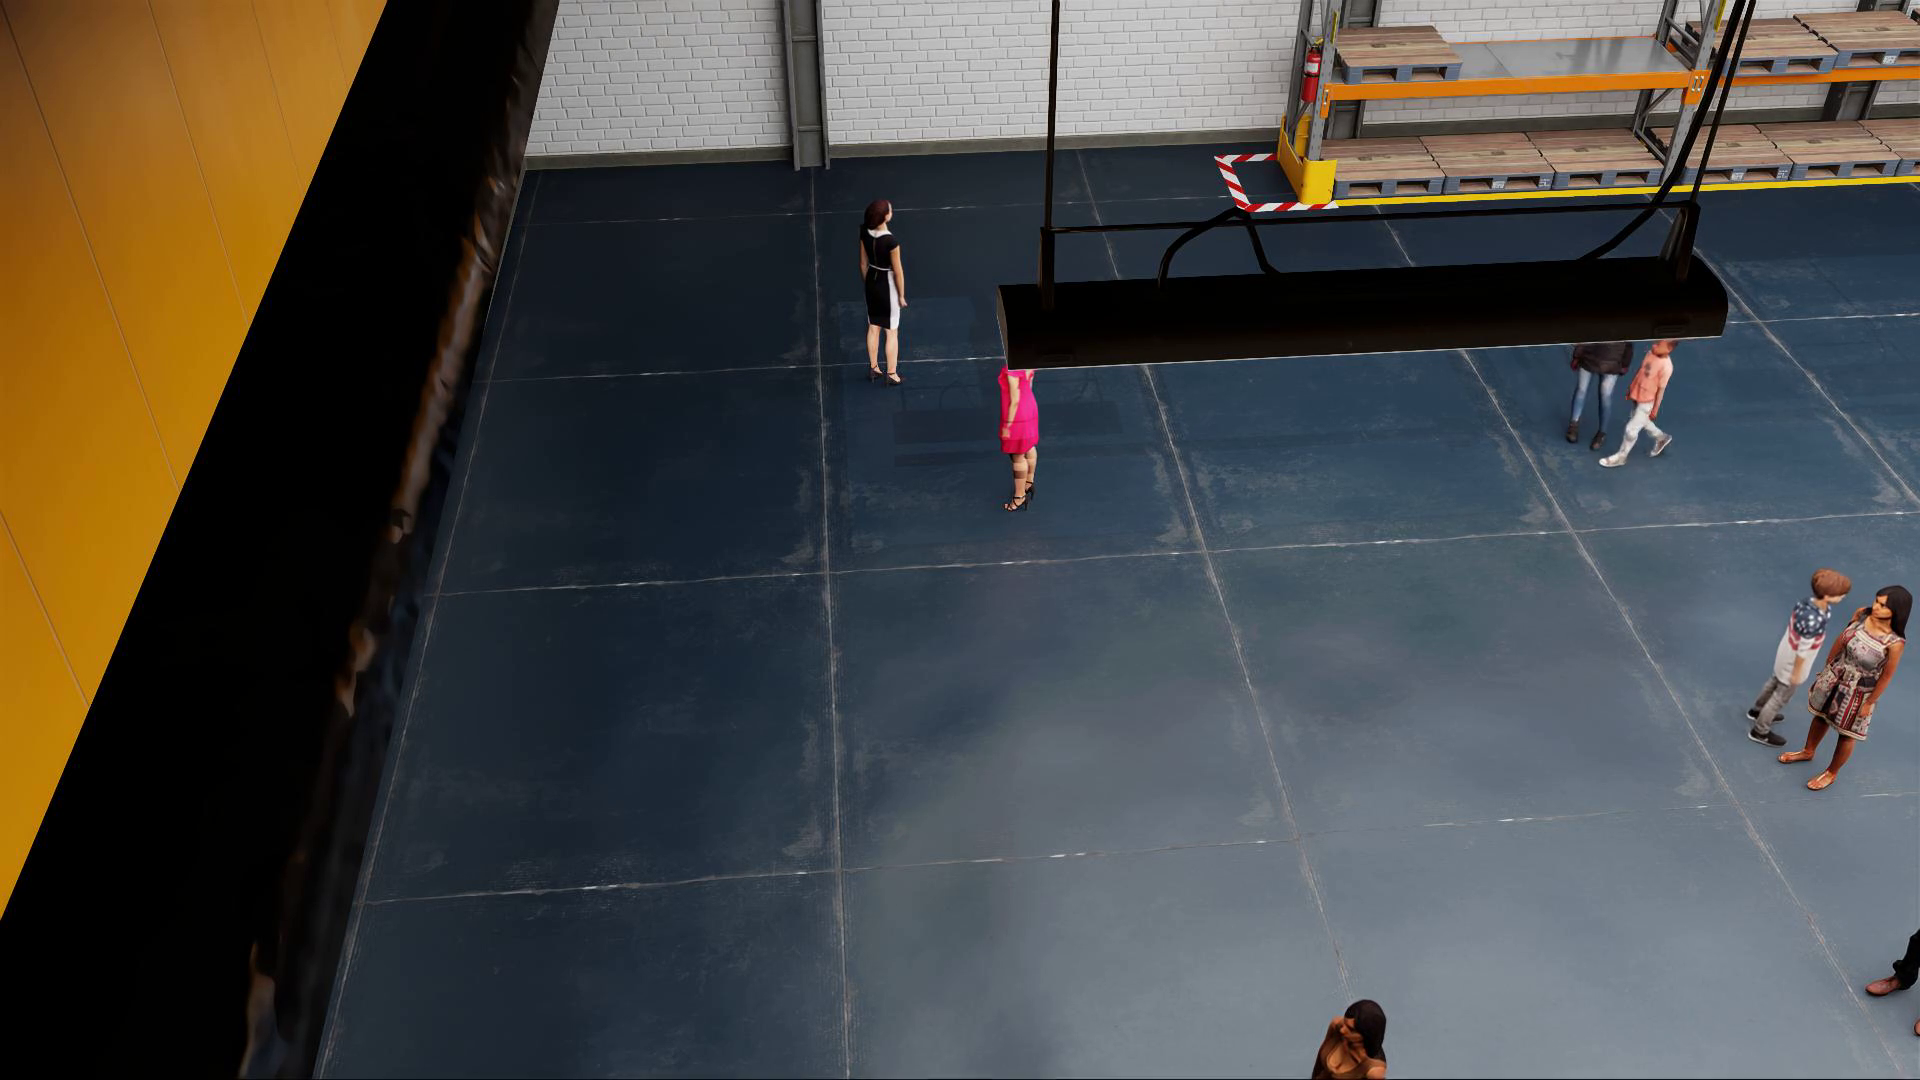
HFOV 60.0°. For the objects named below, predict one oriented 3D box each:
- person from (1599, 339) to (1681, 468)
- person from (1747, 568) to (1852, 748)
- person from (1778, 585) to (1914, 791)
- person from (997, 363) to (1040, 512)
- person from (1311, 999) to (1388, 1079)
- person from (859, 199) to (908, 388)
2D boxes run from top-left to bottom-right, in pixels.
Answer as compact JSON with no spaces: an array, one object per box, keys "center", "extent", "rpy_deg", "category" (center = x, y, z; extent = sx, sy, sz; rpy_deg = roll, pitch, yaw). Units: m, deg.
[{"center":[5.729,-1.182,13.764],"extent":[0.833,1.294,0.489],"rpy_deg":[-3,39,-4],"category":"person"},{"center":[5.633,0.764,11.214],"extent":[0.587,1.436,0.577],"rpy_deg":[13,40,16],"category":"person"},{"center":[5.822,0.935,10.832],"extent":[0.617,1.645,0.699],"rpy_deg":[-12,40,-15],"category":"person"},{"center":[0.479,-0.993,13.180],"extent":[0.692,1.728,0.664],"rpy_deg":[17,42,21],"category":"person"},{"center":[1.925,2.856,8.390],"extent":[0.620,1.690,0.630],"rpy_deg":[-17,42,-20],"category":"person"},{"center":[-0.680,-2.161,14.589],"extent":[0.635,1.795,0.713],"rpy_deg":[24,44,27],"category":"person"}]
